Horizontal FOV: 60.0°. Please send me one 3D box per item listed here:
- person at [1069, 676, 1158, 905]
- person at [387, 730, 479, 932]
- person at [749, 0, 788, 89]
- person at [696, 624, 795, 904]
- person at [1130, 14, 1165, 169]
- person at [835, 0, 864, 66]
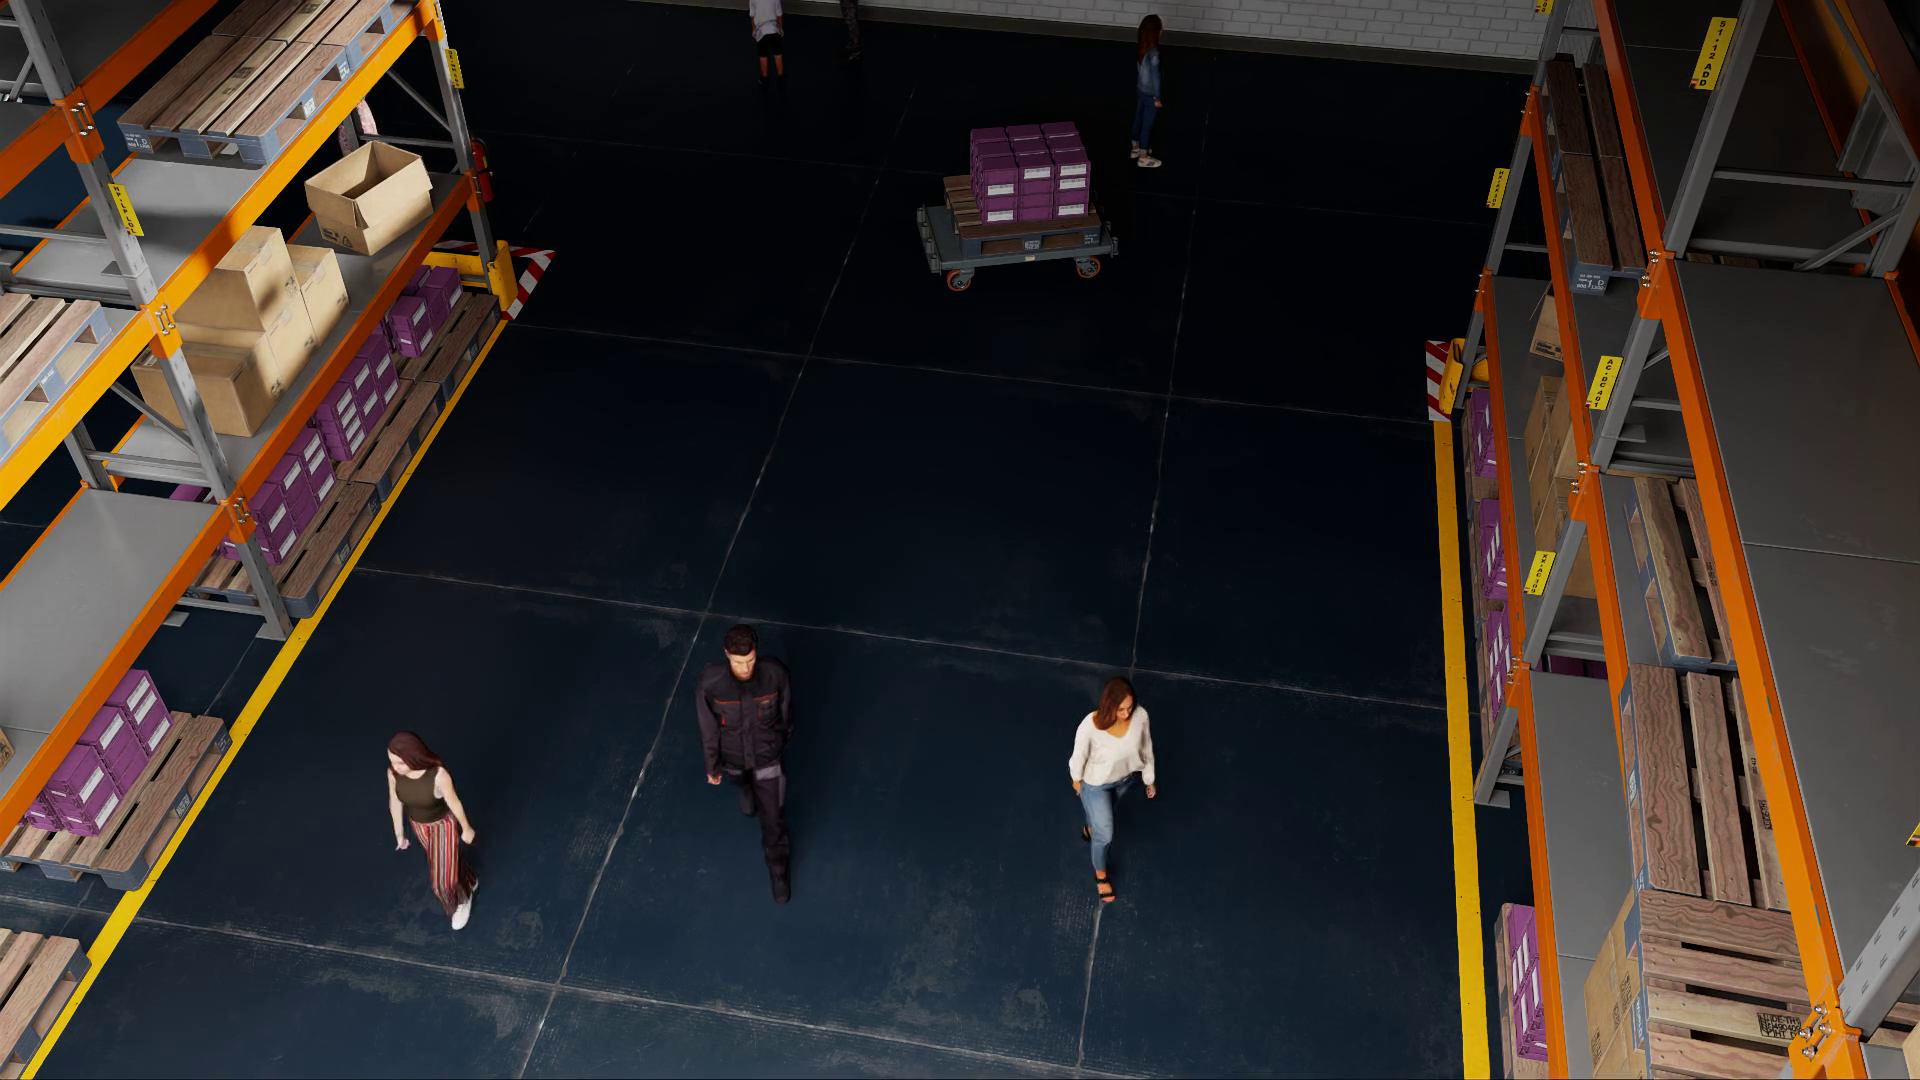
[{"bbox_3d":[0.824,1.301,9.617,0.829,1.666,0.906,-19,47,-19],"label":"person"},{"bbox_3d":[-2.941,1.552,9.437,0.587,1.550,0.657,11,45,11],"label":"person"},{"bbox_3d":[-1.934,-5.154,16.686,0.546,1.261,0.567,-6,44,-7],"label":"person"},{"bbox_3d":[-1.243,1.124,9.636,0.957,1.894,1.325,-5,44,-6],"label":"person"},{"bbox_3d":[1.753,-4.200,15.527,0.698,1.477,0.577,-12,45,-12],"label":"person"},{"bbox_3d":[-1.138,-5.681,16.910,0.691,1.714,0.563,-6,44,-6],"label":"person"}]
